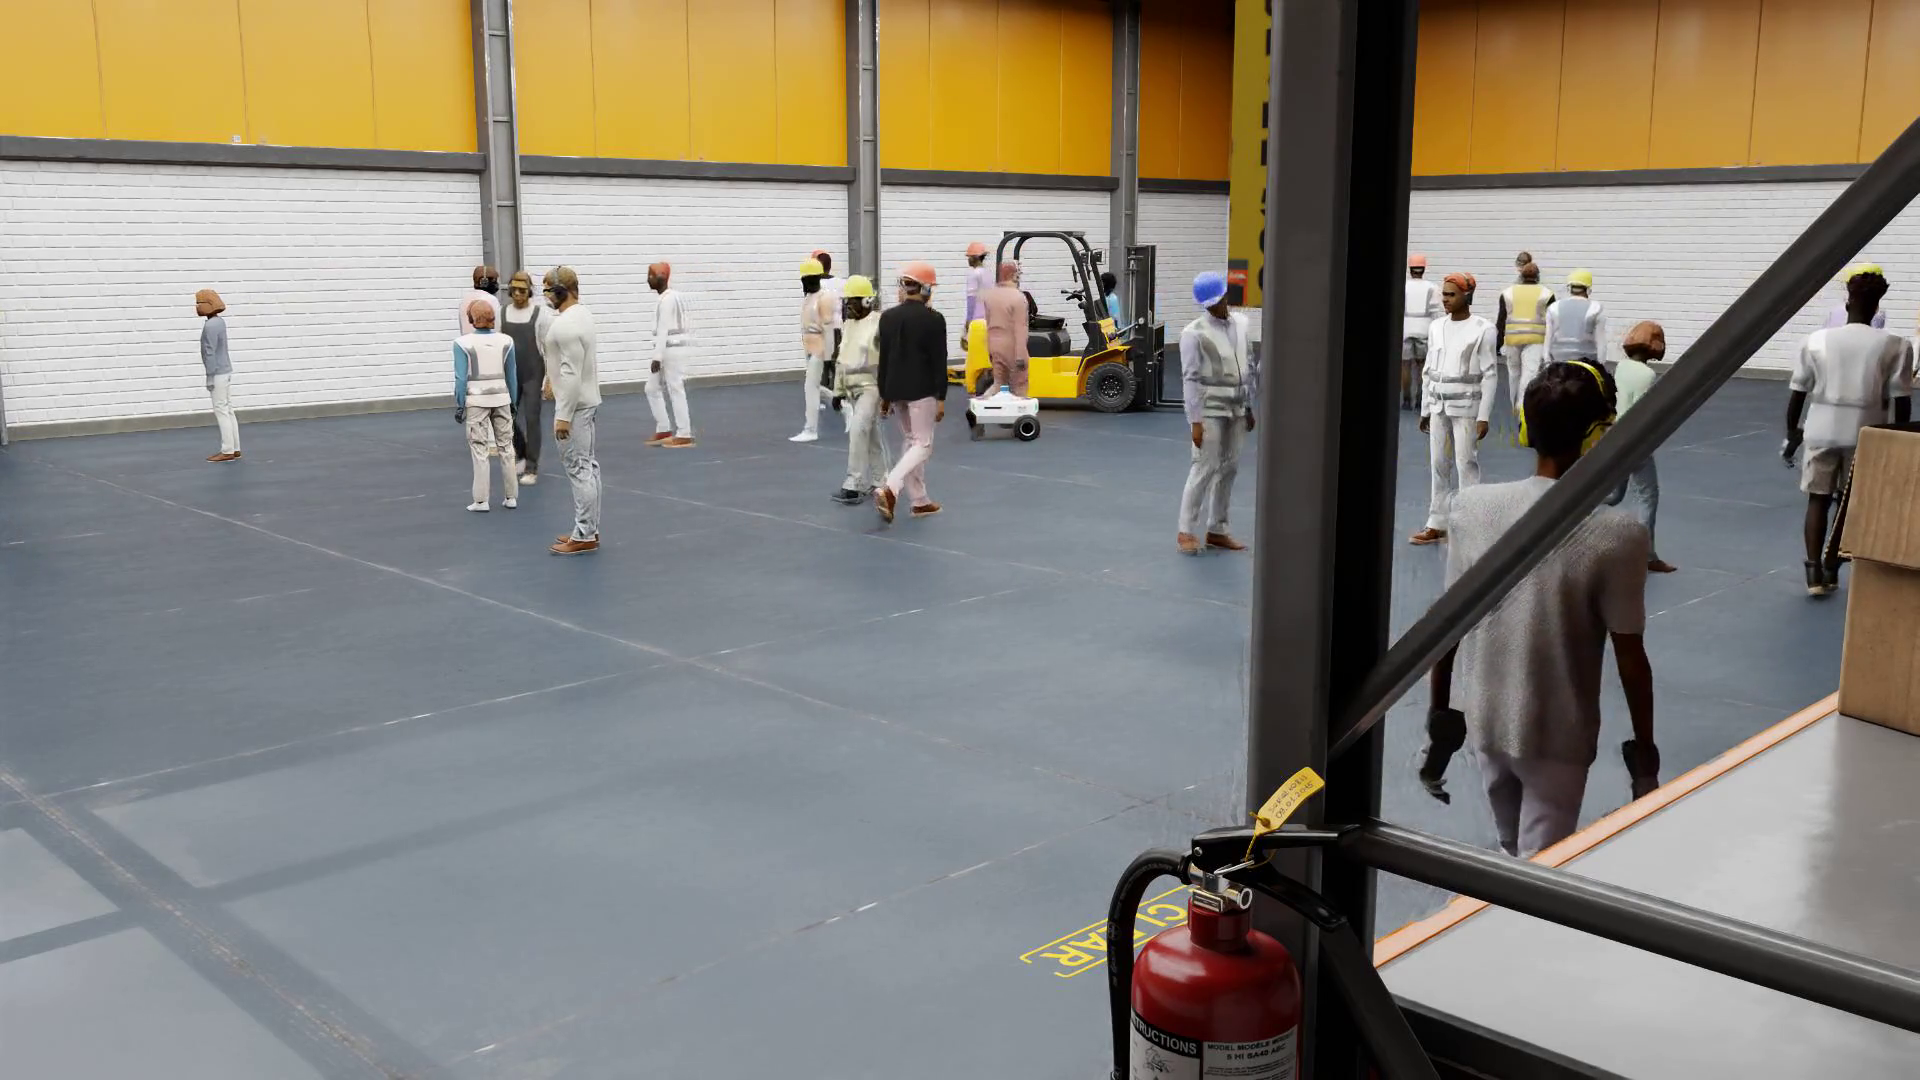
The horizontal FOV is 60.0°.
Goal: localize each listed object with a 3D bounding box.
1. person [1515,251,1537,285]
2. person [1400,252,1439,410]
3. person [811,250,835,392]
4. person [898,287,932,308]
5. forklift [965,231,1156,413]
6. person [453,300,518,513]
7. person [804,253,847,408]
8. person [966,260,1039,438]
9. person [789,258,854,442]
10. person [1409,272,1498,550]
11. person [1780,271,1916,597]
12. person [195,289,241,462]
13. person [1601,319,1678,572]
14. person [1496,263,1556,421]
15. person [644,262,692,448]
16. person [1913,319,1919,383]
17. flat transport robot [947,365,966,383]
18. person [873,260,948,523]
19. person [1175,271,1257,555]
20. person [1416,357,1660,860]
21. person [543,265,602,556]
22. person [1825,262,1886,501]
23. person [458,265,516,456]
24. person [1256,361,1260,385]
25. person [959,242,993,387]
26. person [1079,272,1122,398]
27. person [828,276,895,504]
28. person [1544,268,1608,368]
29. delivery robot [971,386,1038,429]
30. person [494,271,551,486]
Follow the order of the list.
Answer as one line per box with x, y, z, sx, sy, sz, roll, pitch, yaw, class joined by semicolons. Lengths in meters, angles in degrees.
8.358;-3.304;24.582;0.347;1.906;0.783;4;11;20;person
5.549;-2.551;20.381;0.563;1.929;0.474;2;11;9;person
-1.861;-2.969;22.637;0.381;1.932;0.556;-6;12;-31;person
-0.656;-3.210;24.611;0.534;1.691;0.318;3;11;18;person
1.222;-2.721;20.561;2.313;2.155;1.214;2;11;13;forklift
-3.657;-1.030;12.858;0.522;1.638;0.310;-9;14;-41;person
-1.644;-2.576;20.540;0.587;1.914;0.390;-5;11;-24;person
0.461;-1.980;17.372;0.741;1.884;0.650;-7;13;-34;person
-1.426;-1.978;17.317;0.734;1.907;0.593;-5;11;-23;person
3.362;-0.869;11.309;0.341;1.882;0.587;-6;12;-31;person
5.231;-0.617;9.823;0.669;1.930;0.652;6;12;31;person
-7.035;-1.551;15.740;0.272;1.628;0.498;-2;11;-13;person
4.193;-0.599;10.576;0.697;1.609;0.509;-1;10;-4;person
6.629;-2.316;19.432;0.657;1.796;0.944;5;12;28;person
-2.989;-1.839;16.668;0.619;1.863;0.598;-3;11;-15;person
9.162;-1.652;15.524;0.719;1.915;0.583;-8;13;-39;person
0.212;-2.449;24.328;0.652;0.197;1.431;9;13;40;flat transport robot
-0.385;-1.091;12.336;0.623;1.961;0.862;8;13;36;person
1.713;-0.842;11.160;0.662;1.904;0.405;-9;14;-40;person
1.405;0.492;3.988;0.585;1.848;0.556;-8;13;-38;person
-2.595;-0.862;11.138;0.371;1.934;0.627;-1;10;-3;person
7.148;-1.250;13.275;0.417;1.914;0.597;-2;11;-13;person
-4.597;-1.740;16.189;0.623;1.840;0.430;10;14;43;person
3.371;-2.061;17.460;0.457;2.013;0.681;10;14;42;person
0.240;-3.127;23.213;0.447;2.033;0.630;5;12;26;person
1.952;-2.689;21.875;0.893;1.648;0.531;1;10;3;person
-0.854;-1.189;13.256;0.790;1.801;0.626;-7;13;-35;person
6.022;-1.753;16.326;0.603;1.820;0.526;9;13;39;person
0.461;-1.373;17.431;0.707;0.478;0.477;0;10;-1;delivery robot
-3.737;-1.385;14.262;0.525;1.832;0.438;1;10;4;person
